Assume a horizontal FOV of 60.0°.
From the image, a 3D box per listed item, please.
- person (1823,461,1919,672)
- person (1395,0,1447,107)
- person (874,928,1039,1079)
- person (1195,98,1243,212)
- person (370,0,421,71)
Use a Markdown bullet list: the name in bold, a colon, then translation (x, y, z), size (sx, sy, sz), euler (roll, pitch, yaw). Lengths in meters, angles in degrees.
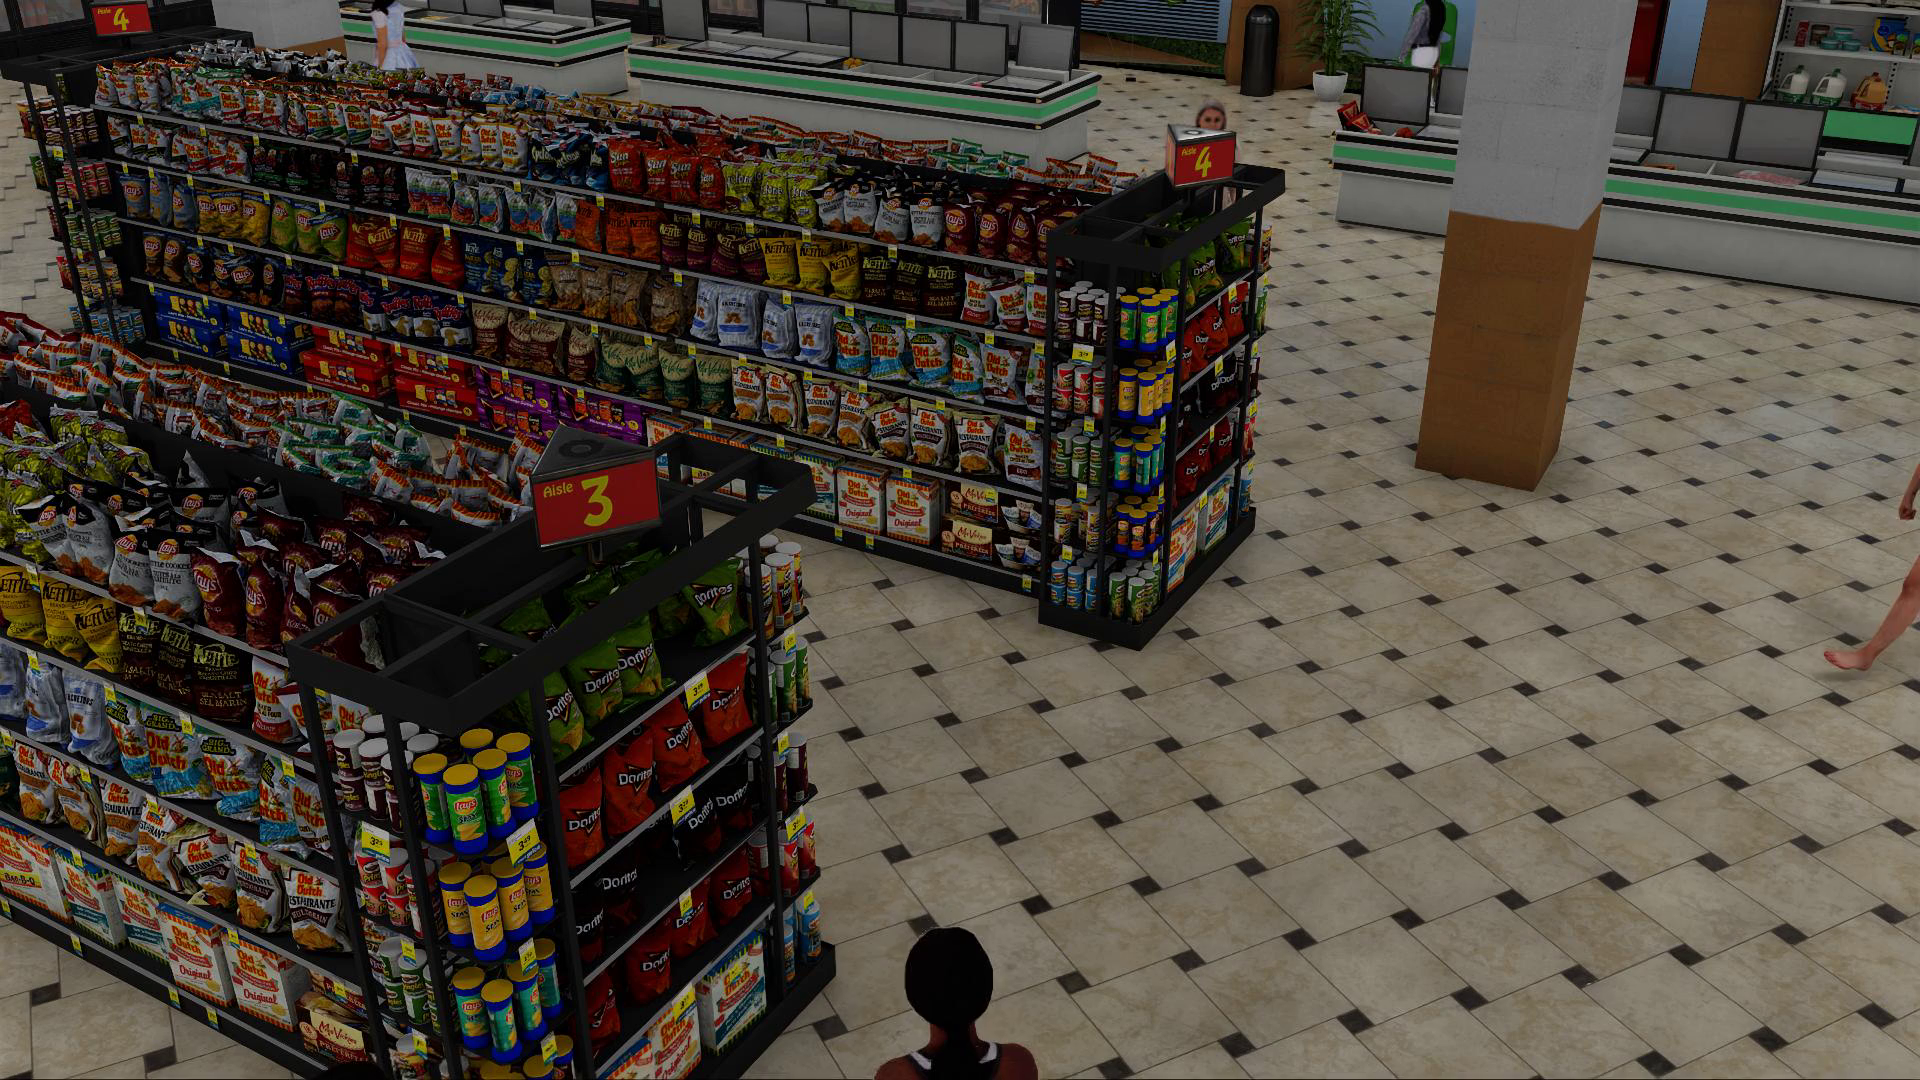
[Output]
- **person**: translation (4.584, -0.130, 7.484), size (1.122, 1.661, 0.956), euler (-2, 27, -4)
- **person**: translation (4.631, -4.651, 16.369), size (1.117, 1.688, 0.768), euler (22, 34, 36)
- **person**: translation (0.007, 1.725, 3.767), size (1.007, 1.714, 0.991), euler (-2, 27, -3)
- **person**: translation (1.668, -2.170, 11.468), size (1.147, 1.695, 1.107), euler (-3, 27, -5)
- **person**: translation (-5.365, -4.463, 15.854), size (0.783, 1.818, 0.754), euler (9, 28, 16)
